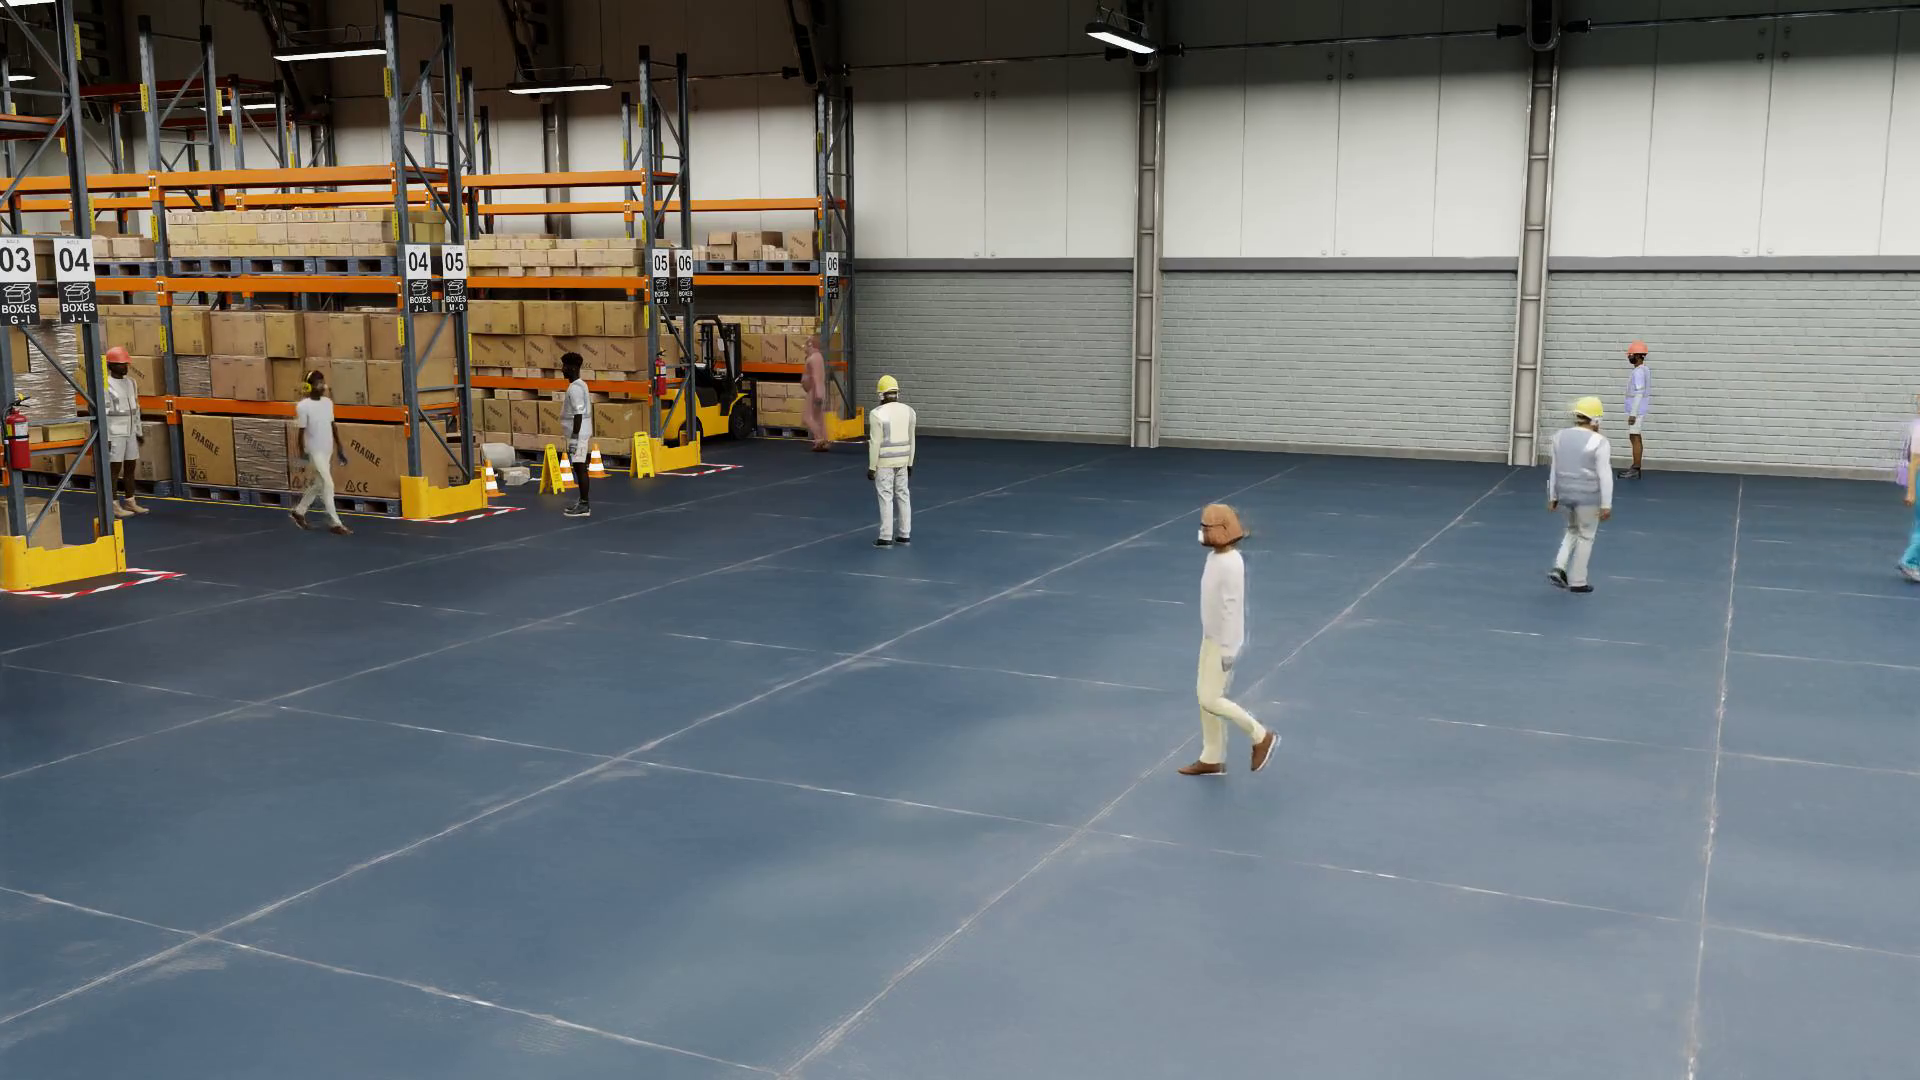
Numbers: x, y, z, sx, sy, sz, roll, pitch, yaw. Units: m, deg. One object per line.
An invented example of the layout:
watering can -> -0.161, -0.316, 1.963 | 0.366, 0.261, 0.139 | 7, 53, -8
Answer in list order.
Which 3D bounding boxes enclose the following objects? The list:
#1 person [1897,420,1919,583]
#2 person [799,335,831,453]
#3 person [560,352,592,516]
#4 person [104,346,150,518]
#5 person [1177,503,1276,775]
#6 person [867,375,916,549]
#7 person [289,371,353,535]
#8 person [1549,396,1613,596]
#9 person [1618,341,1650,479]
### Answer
person -> 9.039, -0.485, 15.508 | 0.601, 1.830, 0.453 | -7, 11, -36
person -> -2.341, -2.334, 26.678 | 0.578, 1.885, 0.695 | 0, 9, -3
person -> -4.594, -1.267, 19.905 | 0.362, 1.965, 0.612 | -1, 9, -9
person -> -9.952, -1.279, 19.780 | 0.404, 2.038, 0.604 | 2, 10, 14
person -> 1.537, 0.591, 9.578 | 0.459, 1.615, 0.514 | -1, 9, -6
person -> -0.742, -0.825, 17.615 | 0.599, 1.827, 0.403 | -8, 12, -40
person -> -7.203, -0.987, 18.600 | 0.895, 1.840, 0.529 | 3, 10, 19
person -> 5.611, -0.392, 14.995 | 0.432, 1.813, 0.614 | -5, 11, -30
person -> 9.490, -1.823, 23.404 | 0.356, 1.937, 0.552 | 5, 10, 26
